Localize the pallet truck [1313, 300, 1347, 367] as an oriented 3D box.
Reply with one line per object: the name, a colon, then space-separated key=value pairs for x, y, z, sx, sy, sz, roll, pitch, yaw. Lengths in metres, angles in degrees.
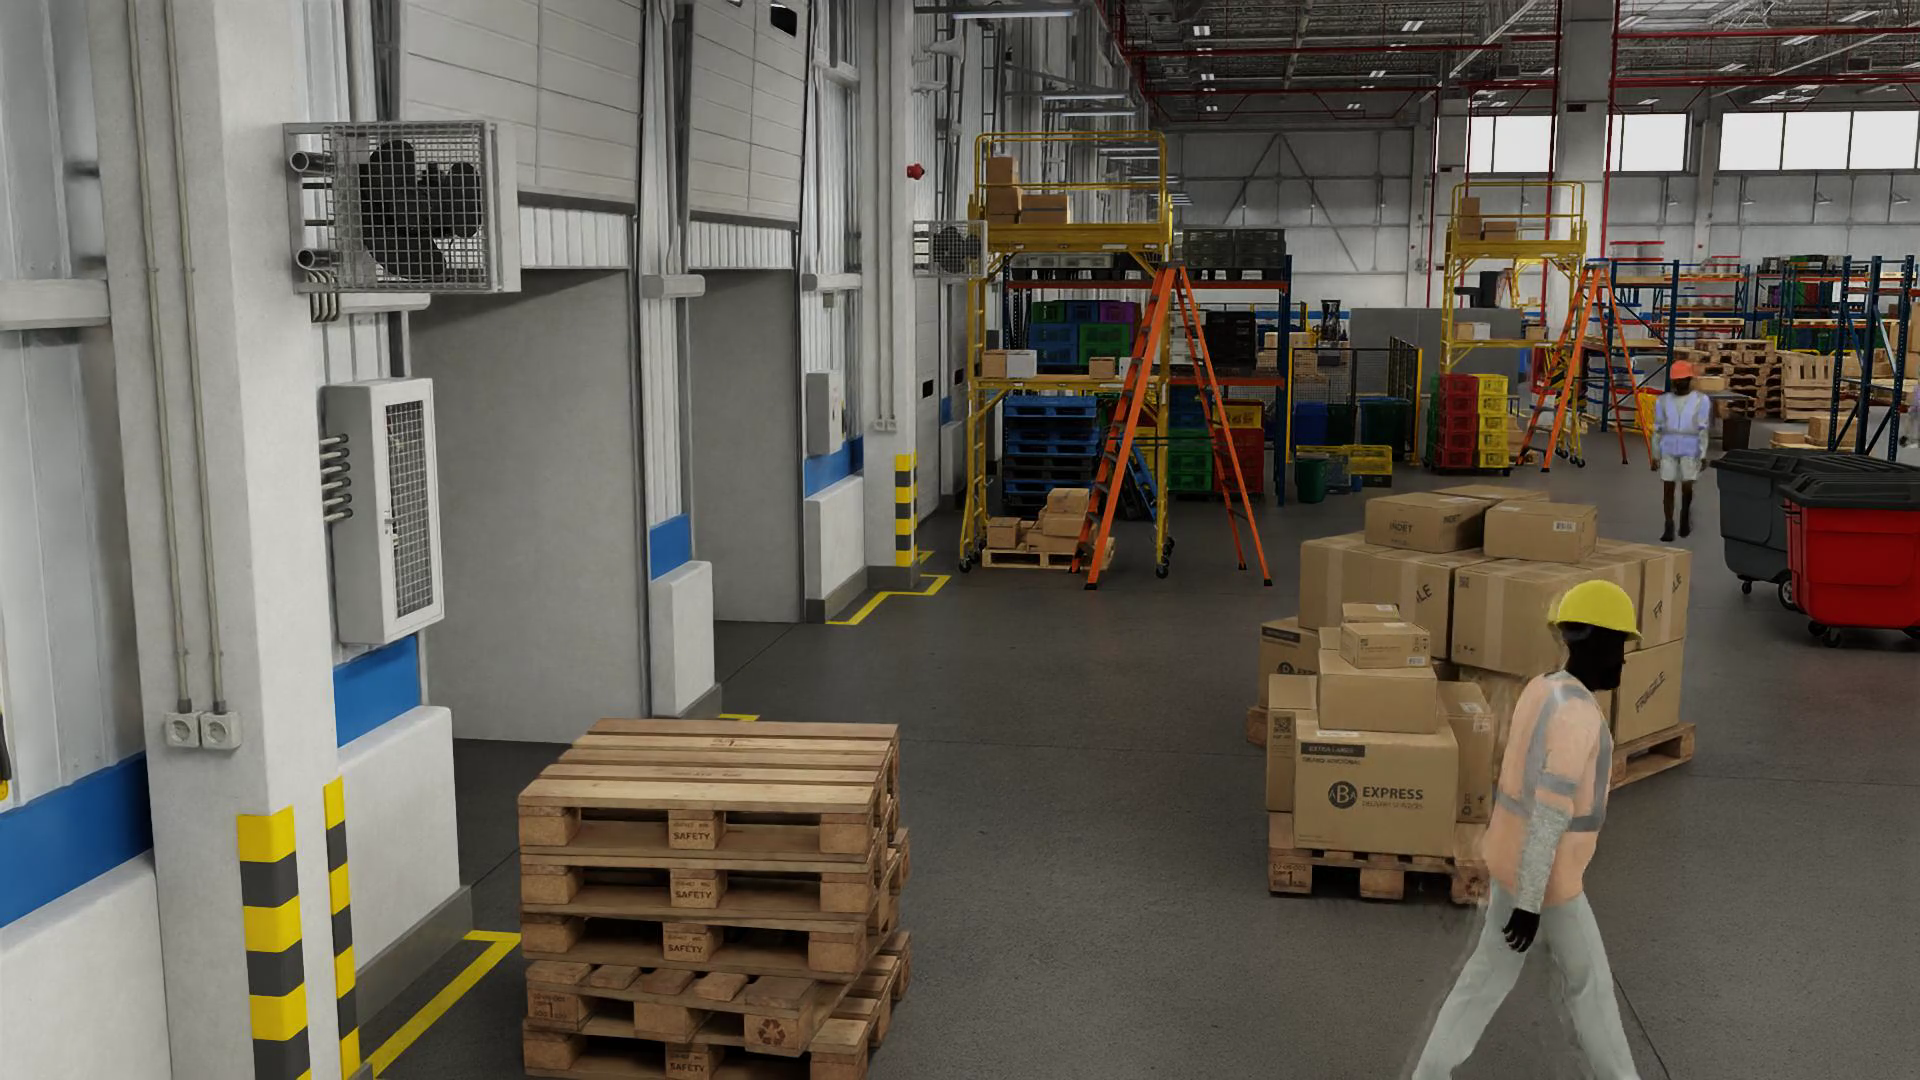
pallet truck: x=11.159 y=-6.200 z=49.718 sx=0.823 sy=1.965 sz=1.885 roll=4 pitch=10 yaw=26

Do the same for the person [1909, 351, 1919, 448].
person: x=15.511 y=-2.340 z=26.728 sx=0.325 sy=1.736 sz=0.487 roll=5 pitch=10 yaw=27

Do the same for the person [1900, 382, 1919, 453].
person: x=11.533 y=-1.264 z=19.630 sx=0.939 sy=1.891 sz=0.596 roll=-4 pitch=10 yaw=-25

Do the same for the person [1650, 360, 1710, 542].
person: x=7.526 y=-0.927 z=17.434 sx=0.564 sy=1.918 sz=0.405 roll=6 pitch=11 yaw=33

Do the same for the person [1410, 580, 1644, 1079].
person: x=1.927 y=1.065 z=5.364 sx=0.979 sy=1.849 sz=0.656 roll=1 pitch=9 yaw=4

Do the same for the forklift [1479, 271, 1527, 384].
forklift: x=13.186 y=-5.328 z=41.628 sx=1.873 sy=2.768 sz=1.129 roll=1 pitch=9 yaw=9
